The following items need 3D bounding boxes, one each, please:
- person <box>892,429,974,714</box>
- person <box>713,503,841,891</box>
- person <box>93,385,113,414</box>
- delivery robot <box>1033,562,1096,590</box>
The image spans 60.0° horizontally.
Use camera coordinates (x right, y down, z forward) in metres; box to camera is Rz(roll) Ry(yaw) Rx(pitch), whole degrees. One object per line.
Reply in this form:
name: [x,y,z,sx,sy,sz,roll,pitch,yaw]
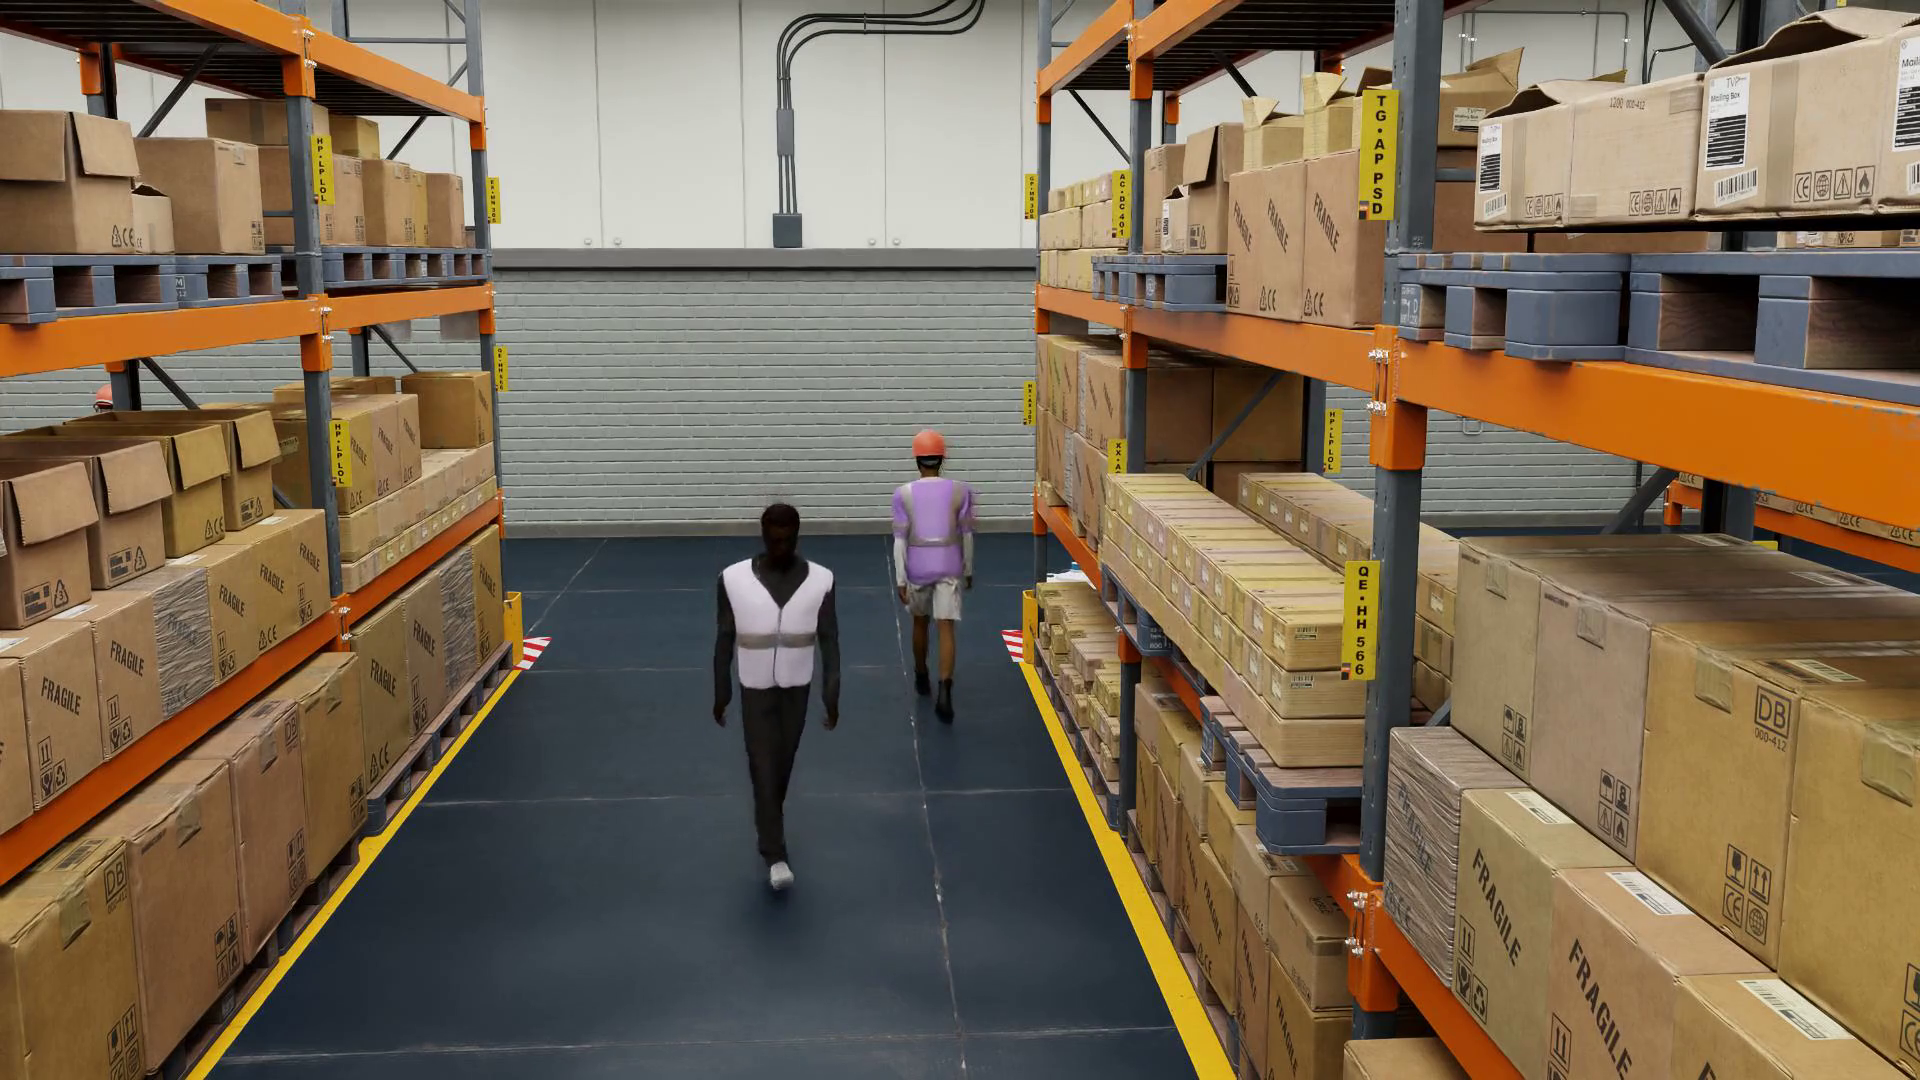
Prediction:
person: [-0.180,0.200,11.217,0.546,1.898,0.980,0,10,0]
person: [-0.887,0.738,8.141,0.607,1.853,1.042,-3,10,-18]
person: [-7.018,-0.296,13.847,0.624,1.986,0.404,-1,10,-5]
delivery robot: [0.955,0.421,13.561,0.707,0.478,0.477,6,11,31]
